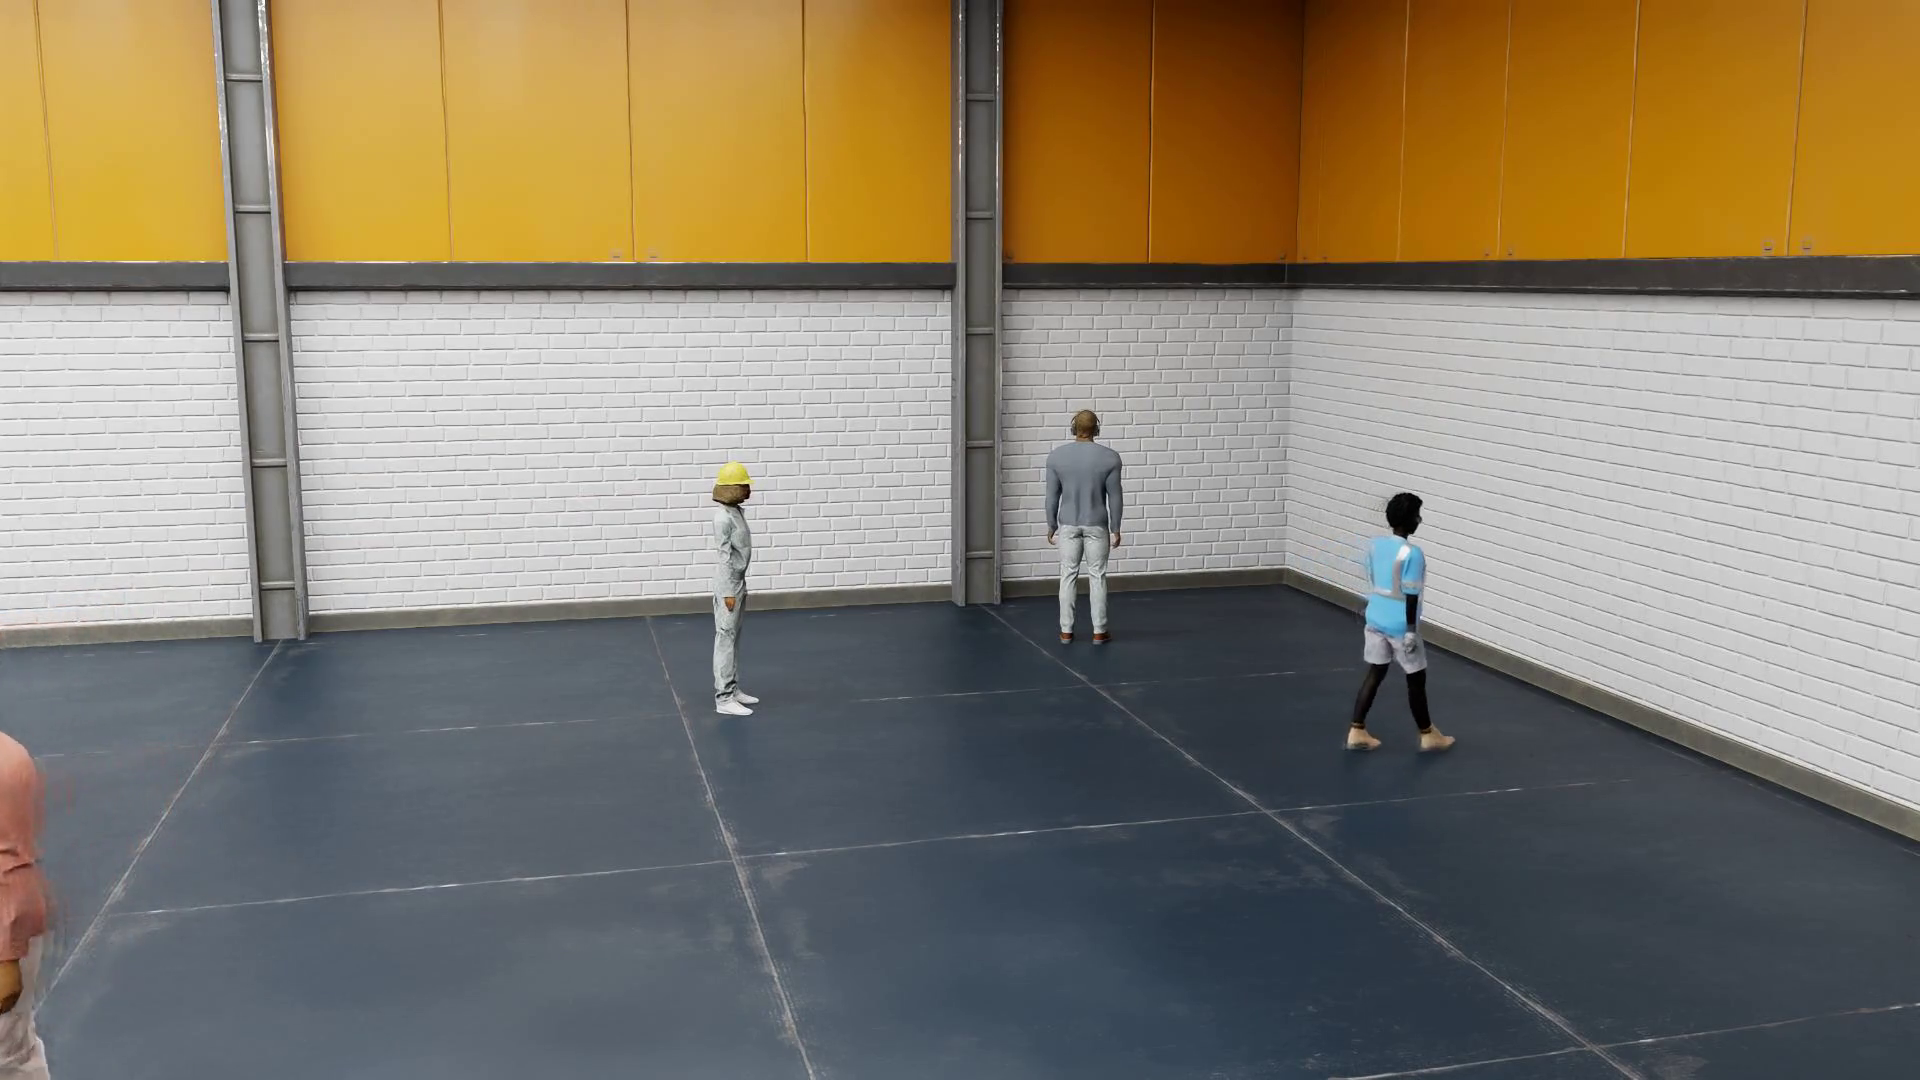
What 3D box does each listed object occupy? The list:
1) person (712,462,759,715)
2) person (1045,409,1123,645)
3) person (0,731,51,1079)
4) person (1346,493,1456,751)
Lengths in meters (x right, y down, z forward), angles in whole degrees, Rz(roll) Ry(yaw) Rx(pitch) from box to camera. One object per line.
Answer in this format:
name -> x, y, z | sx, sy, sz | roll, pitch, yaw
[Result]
person -> -1.559, 0.327, 11.526 | 0.295, 1.744, 0.484 | 0, 9, 2
person -> 1.017, -0.106, 13.624 | 0.638, 1.936, 0.356 | 2, 9, 11
person -> -3.104, 1.233, 5.158 | 0.615, 1.975, 0.532 | 3, 10, 17
person -> 2.789, 0.526, 10.518 | 0.716, 1.667, 0.547 | -3, 10, -20
